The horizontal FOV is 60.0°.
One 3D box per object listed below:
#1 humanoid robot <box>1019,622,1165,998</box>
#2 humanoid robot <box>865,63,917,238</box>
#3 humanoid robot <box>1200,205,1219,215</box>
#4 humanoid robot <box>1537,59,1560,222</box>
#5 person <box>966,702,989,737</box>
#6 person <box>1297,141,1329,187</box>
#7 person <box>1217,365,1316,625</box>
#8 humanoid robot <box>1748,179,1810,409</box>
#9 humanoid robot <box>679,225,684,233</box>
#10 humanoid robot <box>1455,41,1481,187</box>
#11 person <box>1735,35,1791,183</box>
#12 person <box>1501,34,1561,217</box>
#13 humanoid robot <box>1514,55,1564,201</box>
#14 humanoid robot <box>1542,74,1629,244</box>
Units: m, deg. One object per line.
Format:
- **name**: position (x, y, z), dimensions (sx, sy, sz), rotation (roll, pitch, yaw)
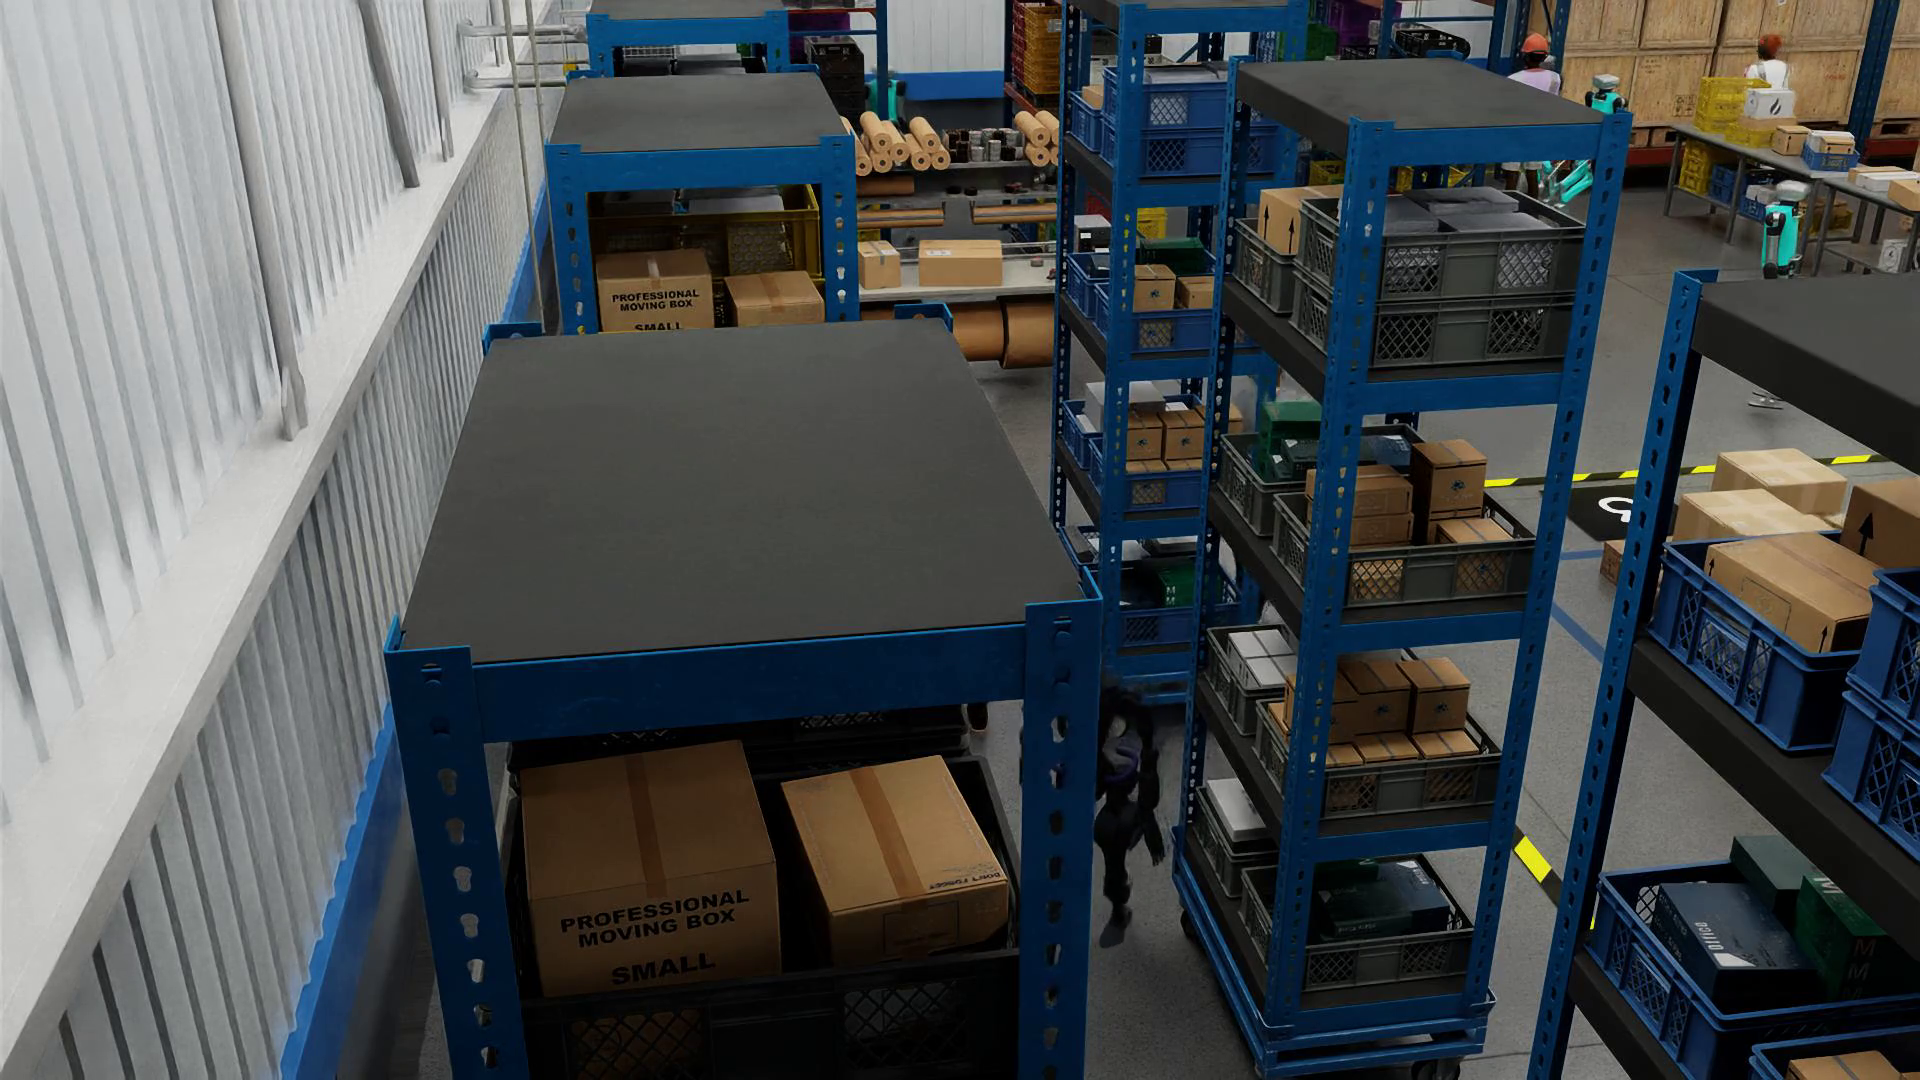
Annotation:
- **humanoid robot**: position (0.510, 1.023, 6.450), dimensions (0.613, 1.626, 0.783), rotation (11, 27, 23)
- **humanoid robot**: position (-0.695, -3.952, 17.269), dimensions (0.555, 1.888, 0.745), rotation (-12, 27, -24)
- **humanoid robot**: position (2.776, -4.354, 18.091), dimensions (0.609, 1.643, 0.424), rotation (14, 28, 28)
- **humanoid robot**: position (6.143, -4.166, 17.571), dimensions (0.536, 1.747, 0.759), rotation (-9, 26, -18)
- **person**: position (-0.071, 0.080, 8.095), dimensions (0.611, 1.963, 0.362), rotation (-6, 25, -13)
- **person**: position (4.007, -4.496, 18.280), dimensions (0.899, 1.775, 0.612), rotation (6, 25, 13)
- **person**: position (1.621, -0.188, 8.880), dimensions (0.632, 1.801, 0.952), rotation (-1, 25, -3)
- **humanoid robot**: position (6.196, -1.773, 12.234), dimensions (0.735, 1.677, 0.533), rotation (17, 30, 32)
- **humanoid robot**: position (-2.850, -3.778, 16.827), dimensions (0.593, 1.644, 0.462), rotation (4, 25, 8)
- **humanoid robot**: position (5.762, -4.954, 19.364), dimensions (0.599, 1.657, 0.315), rotation (9, 26, 19)
- **person**: position (8.976, -4.697, 18.624), dimensions (0.698, 1.863, 0.341), rotation (-9, 26, -18)
- **person**: position (5.878, -4.218, 17.346), dimensions (0.604, 2.045, 0.382), rotation (-4, 25, -9)
- **humanoid robot**: position (6.251, -4.365, 18.025), dimensions (0.532, 1.802, 0.671), rotation (17, 30, 33)
- **humanoid robot**: position (6.149, -3.760, 16.593), dimensions (0.745, 1.690, 0.531), rotation (-8, 26, -18)
